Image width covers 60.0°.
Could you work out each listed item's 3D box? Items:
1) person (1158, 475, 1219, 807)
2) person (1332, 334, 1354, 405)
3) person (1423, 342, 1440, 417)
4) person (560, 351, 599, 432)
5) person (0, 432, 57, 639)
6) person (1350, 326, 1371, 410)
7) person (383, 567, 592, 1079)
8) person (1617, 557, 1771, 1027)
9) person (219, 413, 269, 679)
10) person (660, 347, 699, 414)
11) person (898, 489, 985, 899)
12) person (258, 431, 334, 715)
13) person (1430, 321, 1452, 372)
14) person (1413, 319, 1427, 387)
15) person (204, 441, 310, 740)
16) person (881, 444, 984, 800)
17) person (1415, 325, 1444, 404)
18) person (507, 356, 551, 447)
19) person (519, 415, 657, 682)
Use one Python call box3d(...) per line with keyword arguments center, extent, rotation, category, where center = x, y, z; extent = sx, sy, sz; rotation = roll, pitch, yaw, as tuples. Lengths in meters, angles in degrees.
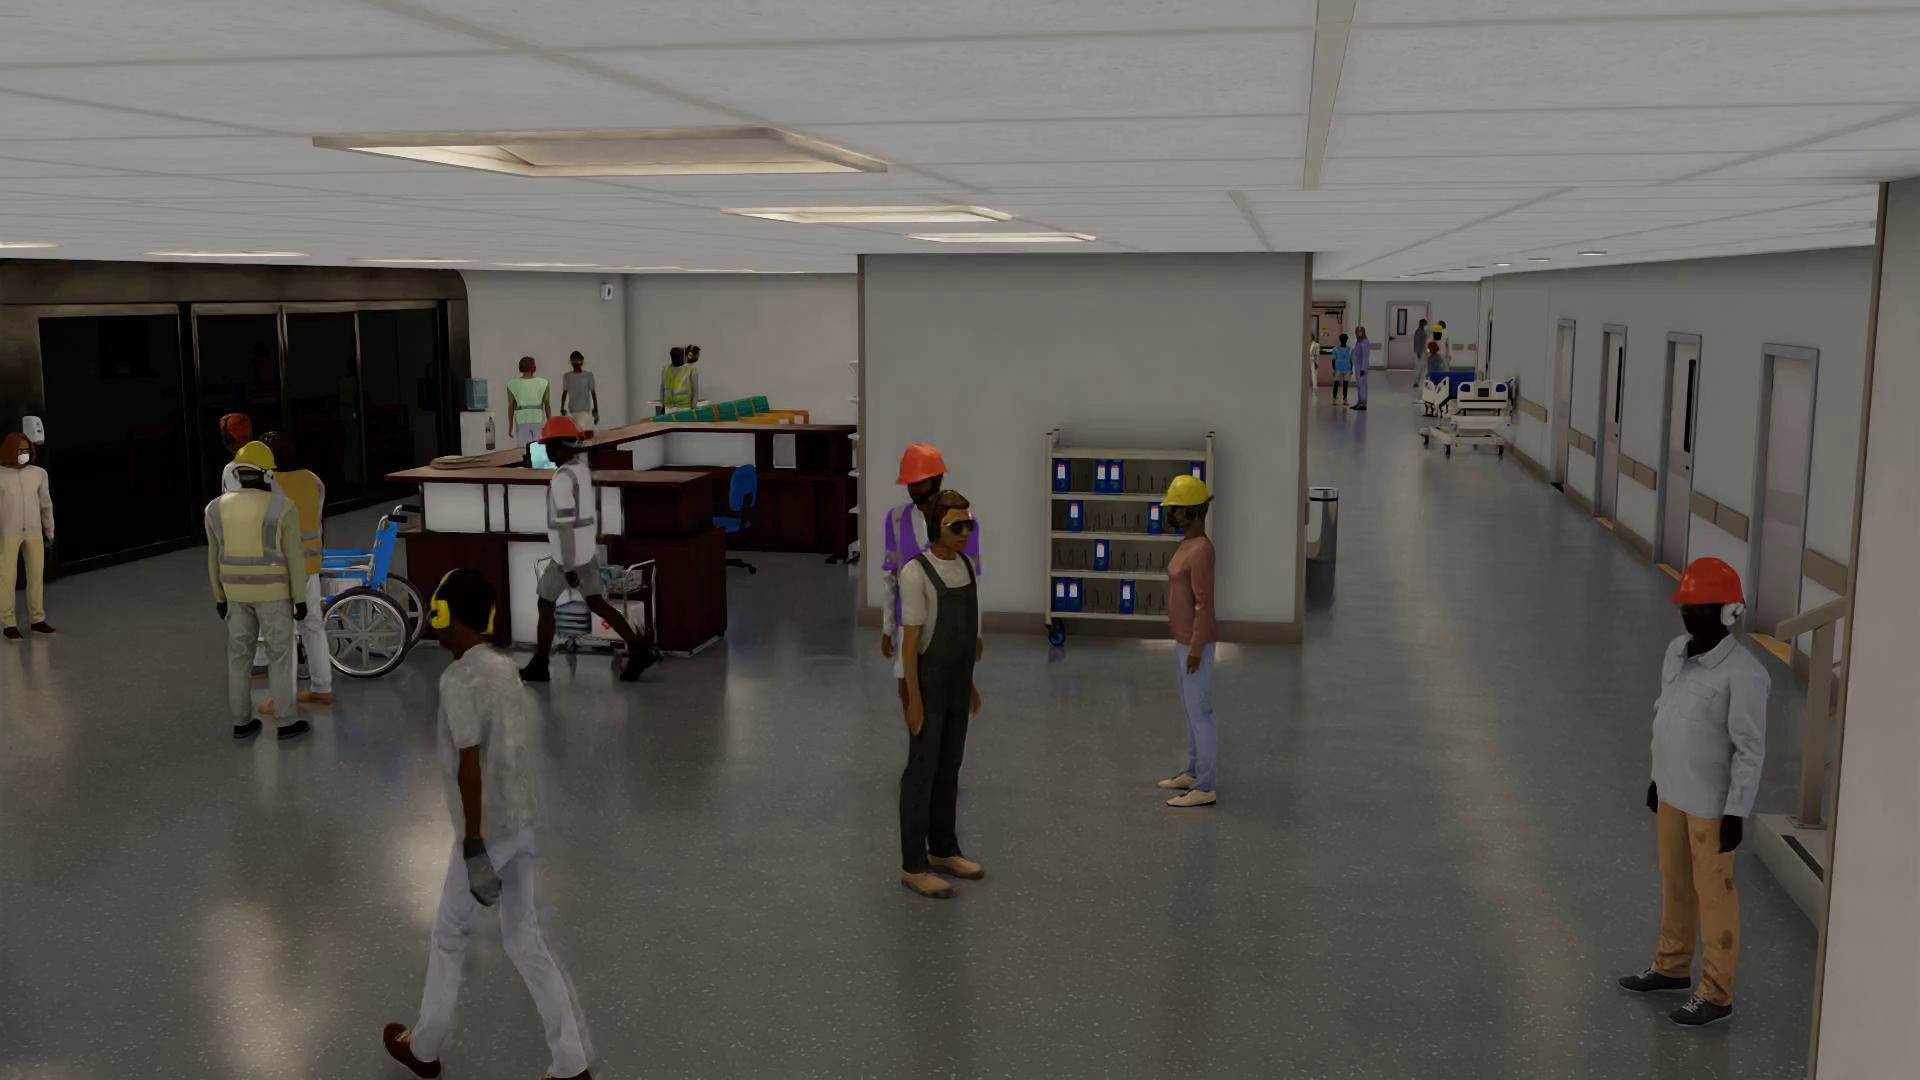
box3d(center=(1.210, 0.533, 8.857), extent=(0.324, 1.767, 0.533), rotation=(0, 9, 0), category="person")
box3d(center=(9.065, -4.037, 39.407), extent=(0.537, 1.696, 0.321), rotation=(0, 9, -1), category="person")
box3d(center=(10.144, -3.443, 35.706), extent=(0.281, 1.624, 0.493), rotation=(-1, 9, -9), category="person")
box3d(center=(-5.750, -1.938, 25.081), extent=(0.548, 1.820, 1.002), rotation=(1, 9, 7), category="person")
box3d(center=(-7.401, -0.038, 13.120), extent=(0.285, 1.627, 0.504), rotation=(6, 10, 33), category="person")
box3d(center=(9.128, -3.916, 37.940), extent=(0.400, 1.902, 0.643), rotation=(1, 9, 3), category="person")
box3d(center=(-1.634, 1.003, 5.604), extent=(0.839, 1.802, 0.573), rotation=(3, 9, 17), category="person")
box3d(center=(2.761, 0.930, 6.252), extent=(0.325, 1.753, 0.572), rotation=(-1, 9, -10), category="person")
box3d(center=(-5.007, 0.045, 11.706), extent=(0.362, 1.883, 0.576), rotation=(0, 9, -1), category="person")
box3d(center=(-4.419, -2.103, 26.095), extent=(0.633, 1.842, 0.429), rotation=(2, 9, 15), category="person")
box3d(center=(-0.081, 0.683, 7.587), extent=(0.339, 1.845, 0.507), rotation=(6, 10, 34), category="person")
box3d(center=(-4.369, 0.211, 10.795), extent=(0.431, 1.832, 0.625), rotation=(3, 9, 21), category="person")
box3d(center=(13.288, -5.114, 45.997), extent=(0.634, 1.886, 0.889), rotation=(5, 10, 28), category="person")
box3d(center=(12.920, -5.245, 46.676), extent=(0.386, 1.928, 0.641), rotation=(4, 9, 24), category="person")
box3d(center=(-4.262, 0.313, 10.140), extent=(0.598, 1.824, 0.403), rotation=(1, 9, 5), category="person")
box3d(center=(-0.131, 0.442, 9.003), extent=(0.599, 1.937, 0.513), rotation=(3, 9, 22), category="person")
box3d(center=(11.380, -4.177, 39.754), extent=(0.989, 1.875, 0.611), rotation=(7, 11, 39), category="person")
box3d(center=(-5.795, -1.546, 22.402), extent=(0.567, 1.840, 0.375), rotation=(-3, 9, -19), category="person")
box3d(center=(-2.627, 0.076, 11.542), extent=(1.004, 1.891, 0.537), rotation=(1, 9, 9), category="person")
